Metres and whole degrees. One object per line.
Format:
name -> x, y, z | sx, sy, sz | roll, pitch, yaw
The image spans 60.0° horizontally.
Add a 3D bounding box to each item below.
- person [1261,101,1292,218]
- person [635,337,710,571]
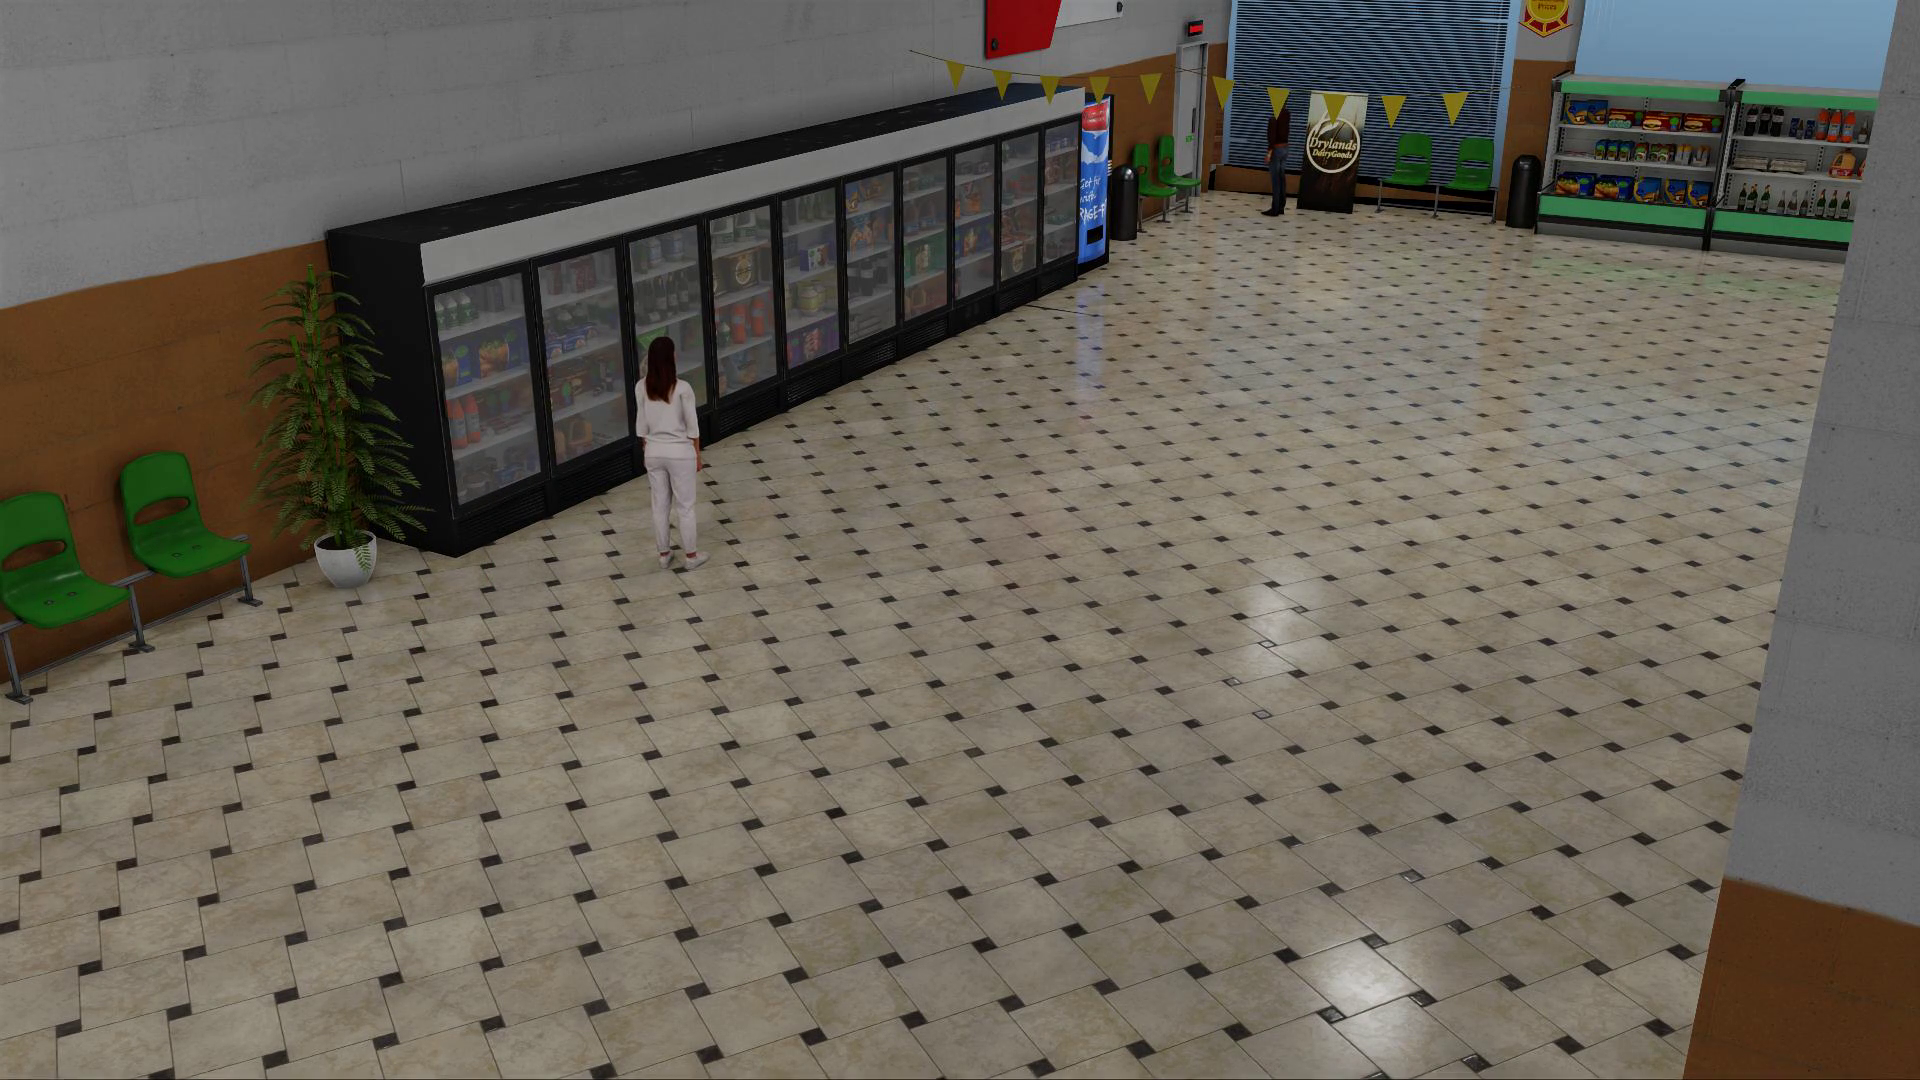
person -> 4.577, -5.555, 23.857 | 0.592, 1.778, 0.687 | 19, 28, 38
person -> -2.028, -0.606, 11.659 | 0.588, 1.688, 0.724 | 4, 22, 10
